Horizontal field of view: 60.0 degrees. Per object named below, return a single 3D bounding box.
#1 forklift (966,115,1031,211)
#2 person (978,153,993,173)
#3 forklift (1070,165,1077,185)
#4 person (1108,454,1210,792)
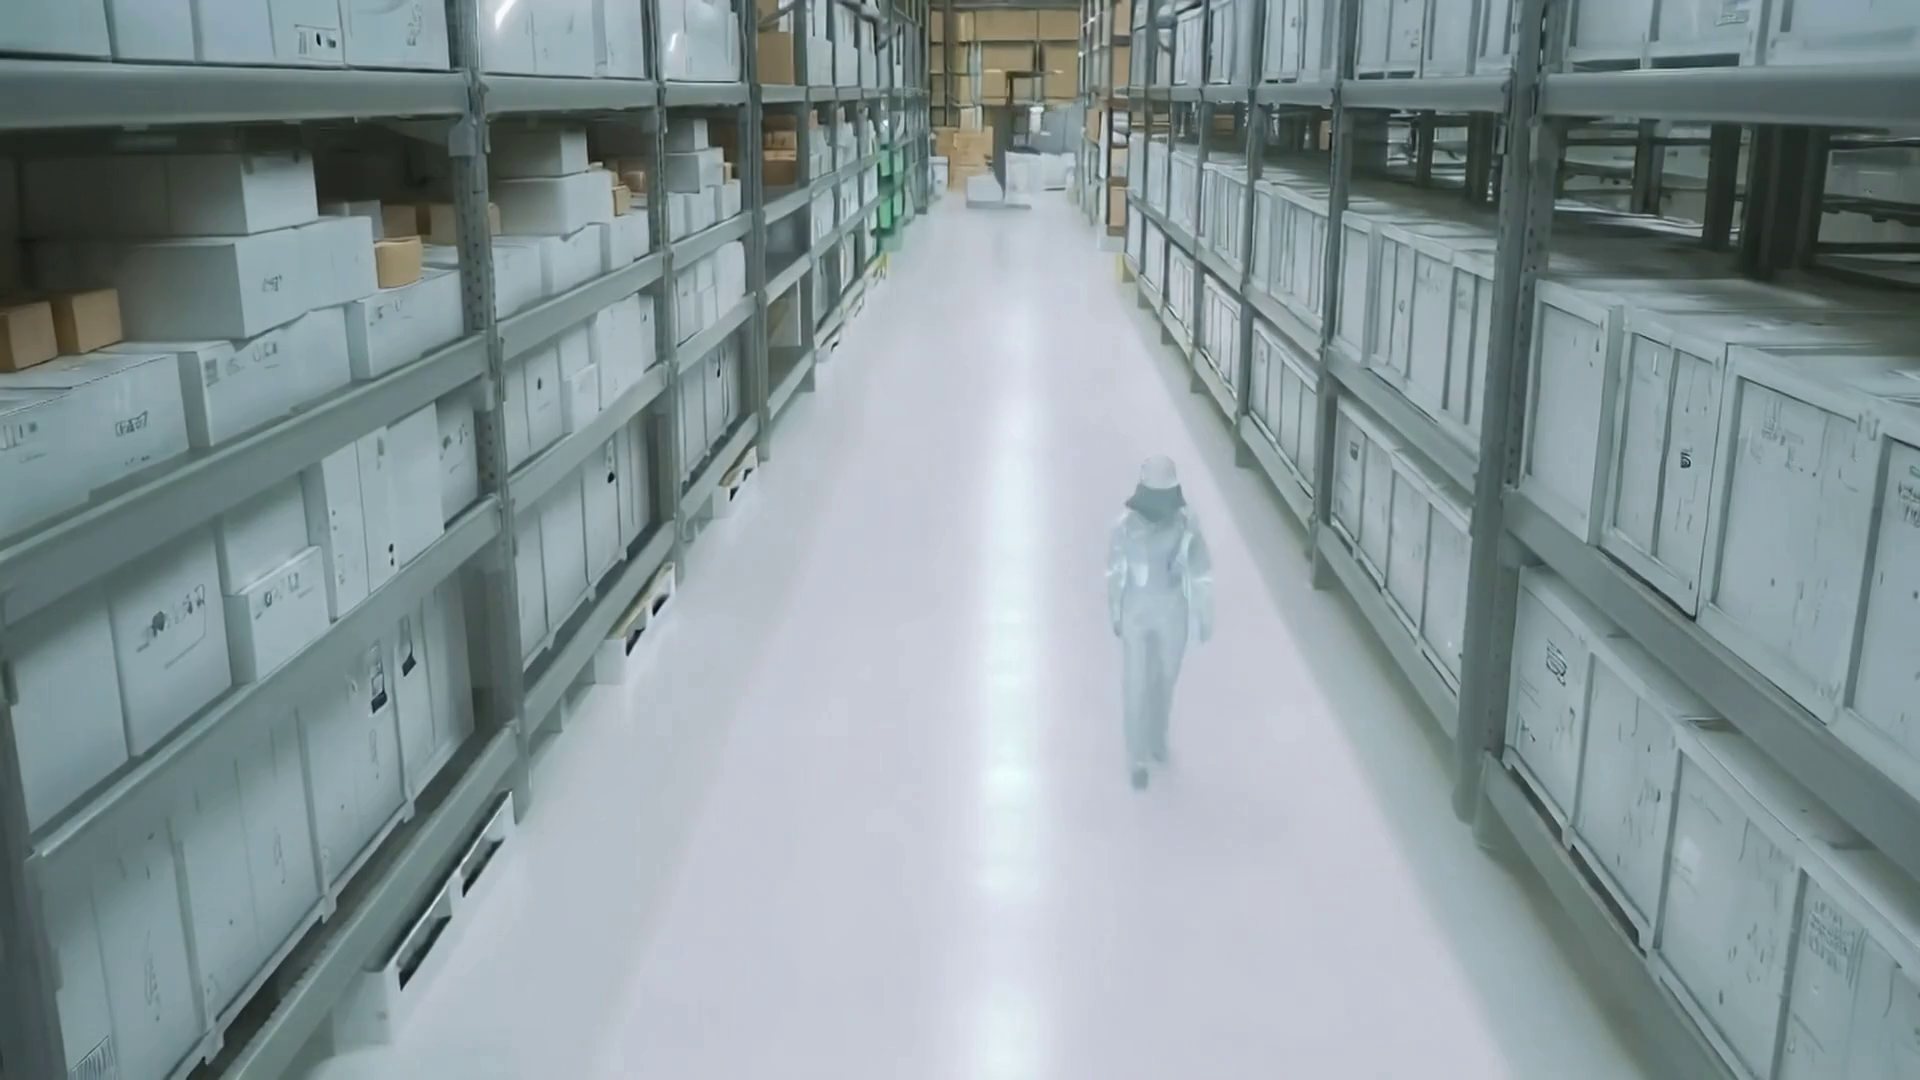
[{"bbox_3d":[1.150,-11.347,50.010,1.873,2.768,1.129,-1,15,-4],"label":"forklift"},{"bbox_3d":[0.791,-11.625,53.462,0.534,1.608,0.768,-12,19,-38],"label":"person"},{"bbox_3d":[4.739,-12.934,55.916,1.873,2.768,1.129,-6,16,-22],"label":"forklift"},{"bbox_3d":[1.012,0.414,8.479,0.504,1.706,0.871,0,15,-1],"label":"person"}]
